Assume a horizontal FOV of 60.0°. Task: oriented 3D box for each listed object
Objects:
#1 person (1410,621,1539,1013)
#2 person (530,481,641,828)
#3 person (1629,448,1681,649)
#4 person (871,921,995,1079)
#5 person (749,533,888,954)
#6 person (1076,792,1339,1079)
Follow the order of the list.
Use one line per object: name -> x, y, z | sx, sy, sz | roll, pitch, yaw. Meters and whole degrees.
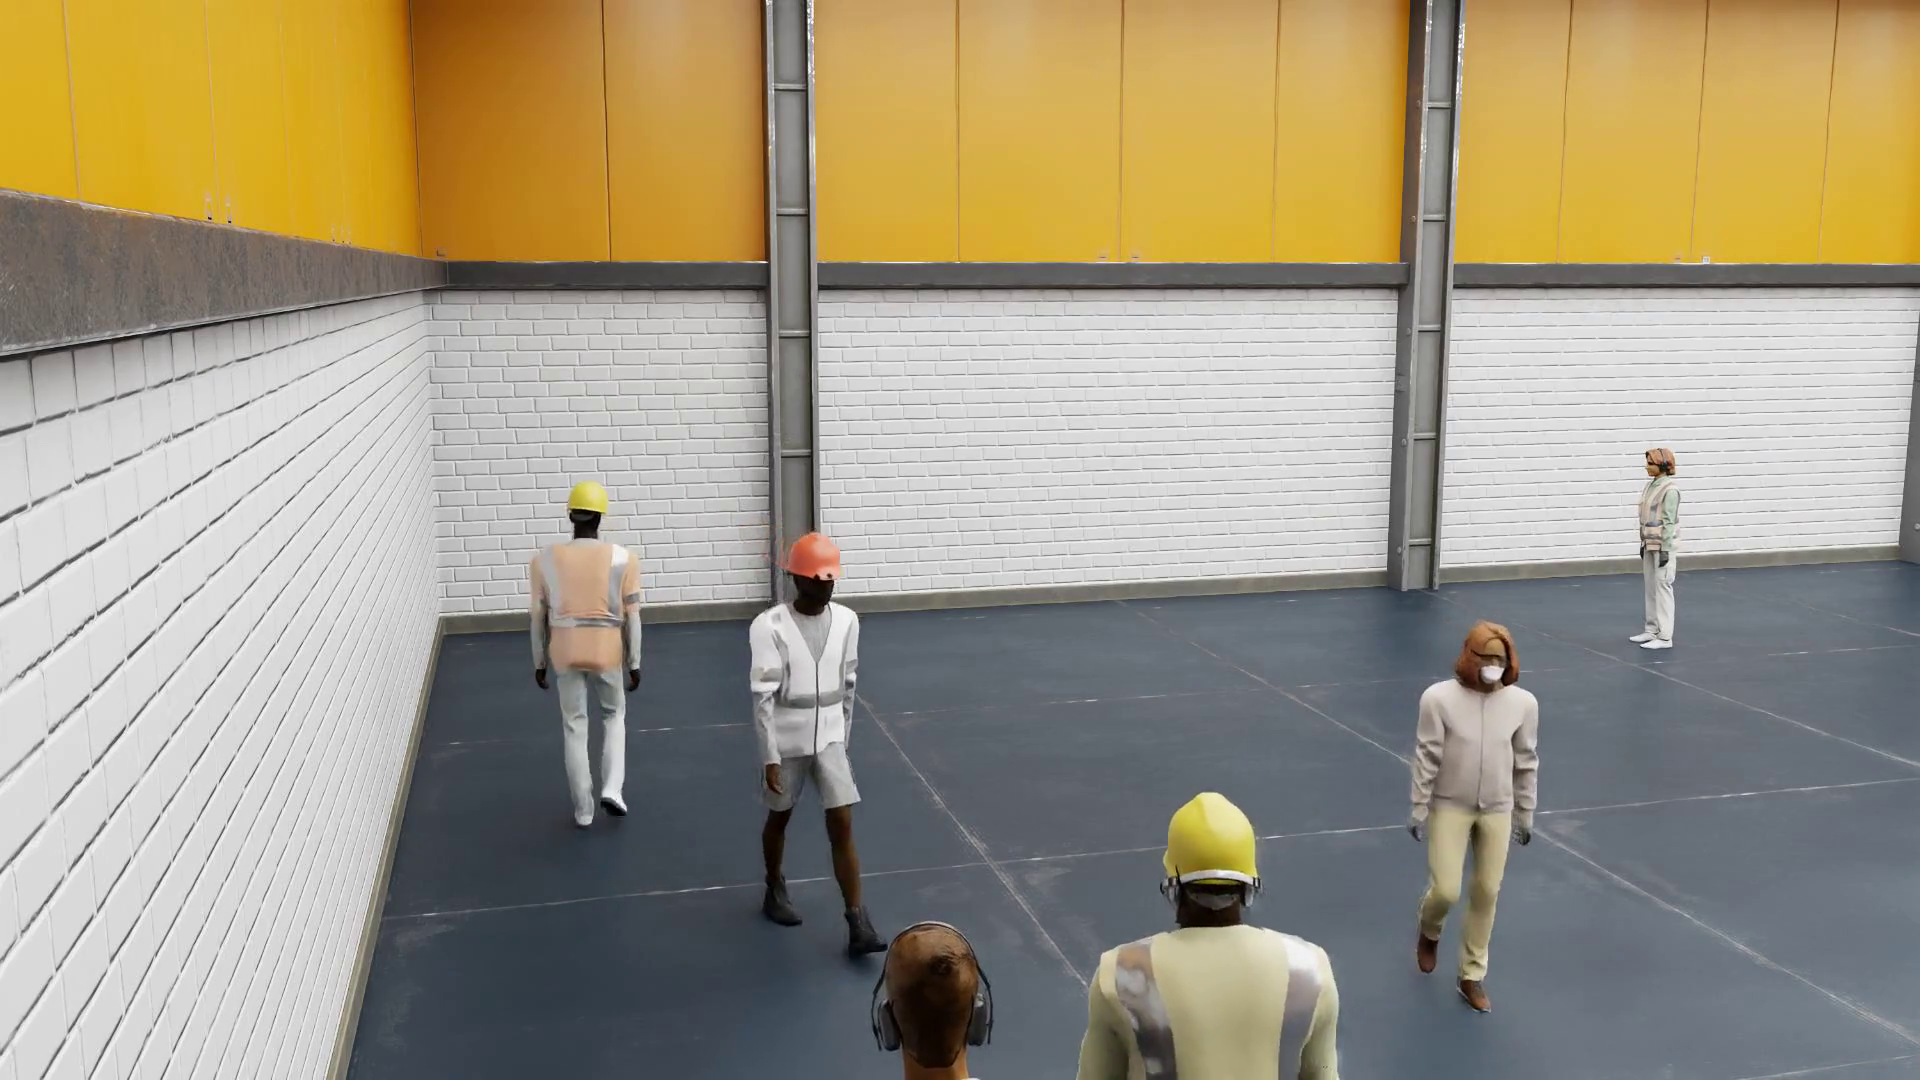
person -> 2.120, 1.122, 6.902 | 0.529, 1.618, 0.403 | 0, 9, -2
person -> -2.043, 0.630, 9.114 | 0.593, 1.907, 0.420 | -2, 9, -11
person -> 5.655, 0.068, 13.481 | 0.317, 1.629, 0.508 | 0, 9, -1
person -> -0.033, 1.618, 3.149 | 0.506, 1.840, 0.343 | -1, 9, -6
person -> -0.672, 0.903, 7.467 | 0.557, 1.884, 0.978 | -5, 10, -28
person -> 0.573, 1.480, 4.105 | 0.615, 1.801, 0.821 | -1, 9, -6
